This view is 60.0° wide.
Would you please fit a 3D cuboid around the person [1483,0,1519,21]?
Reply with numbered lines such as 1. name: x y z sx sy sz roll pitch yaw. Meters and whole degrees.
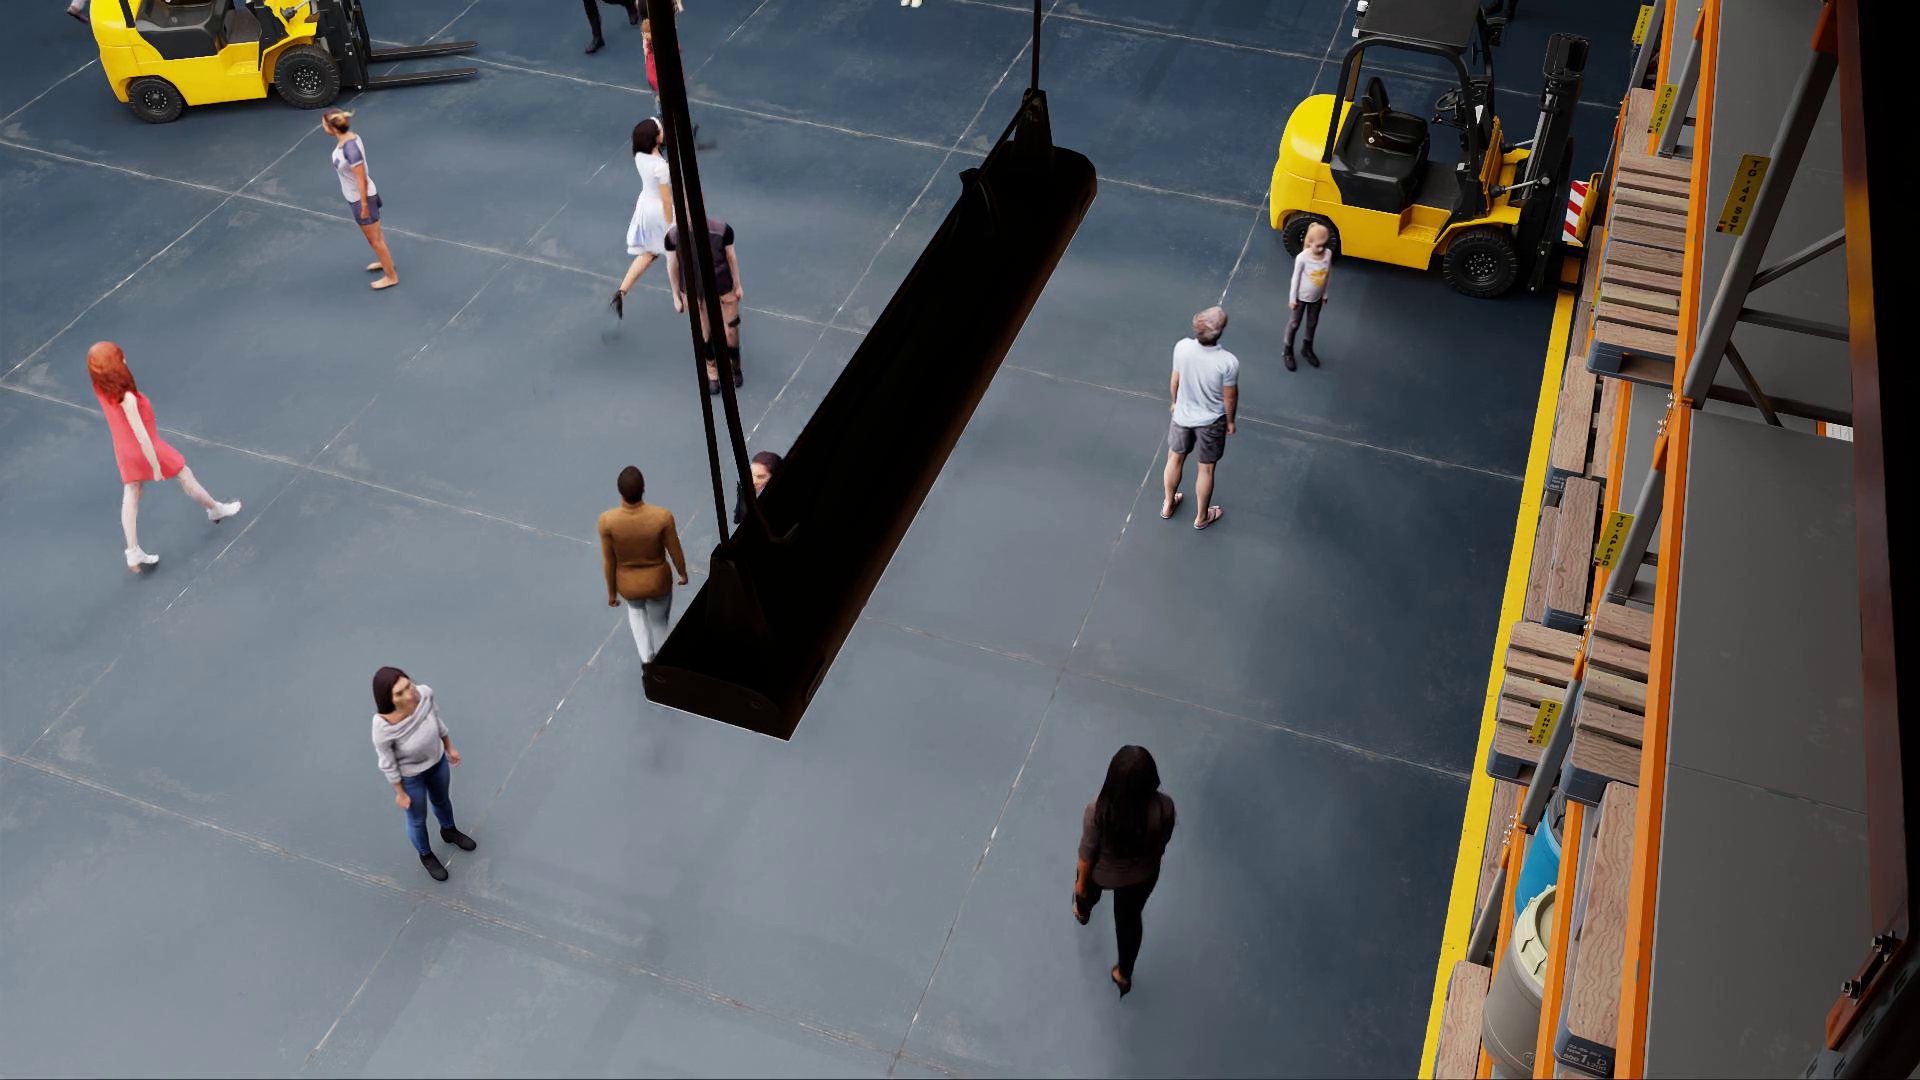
1. person: 5.818 -6.272 17.348 0.729 1.689 0.669 -18 46 -18

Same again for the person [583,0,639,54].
1. person: -3.668 -5.921 16.874 0.738 1.834 1.059 18 46 18

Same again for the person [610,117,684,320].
1. person: -2.482 -2.503 13.320 1.214 1.787 1.005 -30 51 -28

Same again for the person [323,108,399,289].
1. person: -4.962 -2.853 13.807 0.715 1.623 0.633 -14 45 -14

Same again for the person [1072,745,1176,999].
1. person: 0.863 1.824 8.758 0.921 1.814 1.072 -4 44 -5

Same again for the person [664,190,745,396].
1. person: -1.927 -1.949 12.709 0.806 1.828 0.805 -5 44 -5

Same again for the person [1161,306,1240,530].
1. person: 1.654 -0.844 11.546 0.686 1.832 0.619 22 48 22

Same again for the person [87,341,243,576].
1. person: -5.615 -0.528 11.254 0.765 1.777 1.163 23 48 23

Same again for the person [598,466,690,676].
1. person: -1.965 0.317 10.347 0.754 1.805 0.756 -4 44 -4

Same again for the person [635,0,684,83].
1. person: -2.953 -5.176 16.113 0.613 1.805 0.504 15 46 15

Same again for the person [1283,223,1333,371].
1. person: 2.738 -1.940 13.099 0.586 1.277 0.638 -13 45 -13

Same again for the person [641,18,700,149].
1. person: -2.730 -4.236 15.487 0.794 1.308 0.767 -11 45 -11

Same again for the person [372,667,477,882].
1. person: -3.078 1.299 9.440 0.700 1.635 0.508 22 48 22

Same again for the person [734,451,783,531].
1. person: -1.168 0.008 10.807 0.754 1.618 1.118 24 48 23
